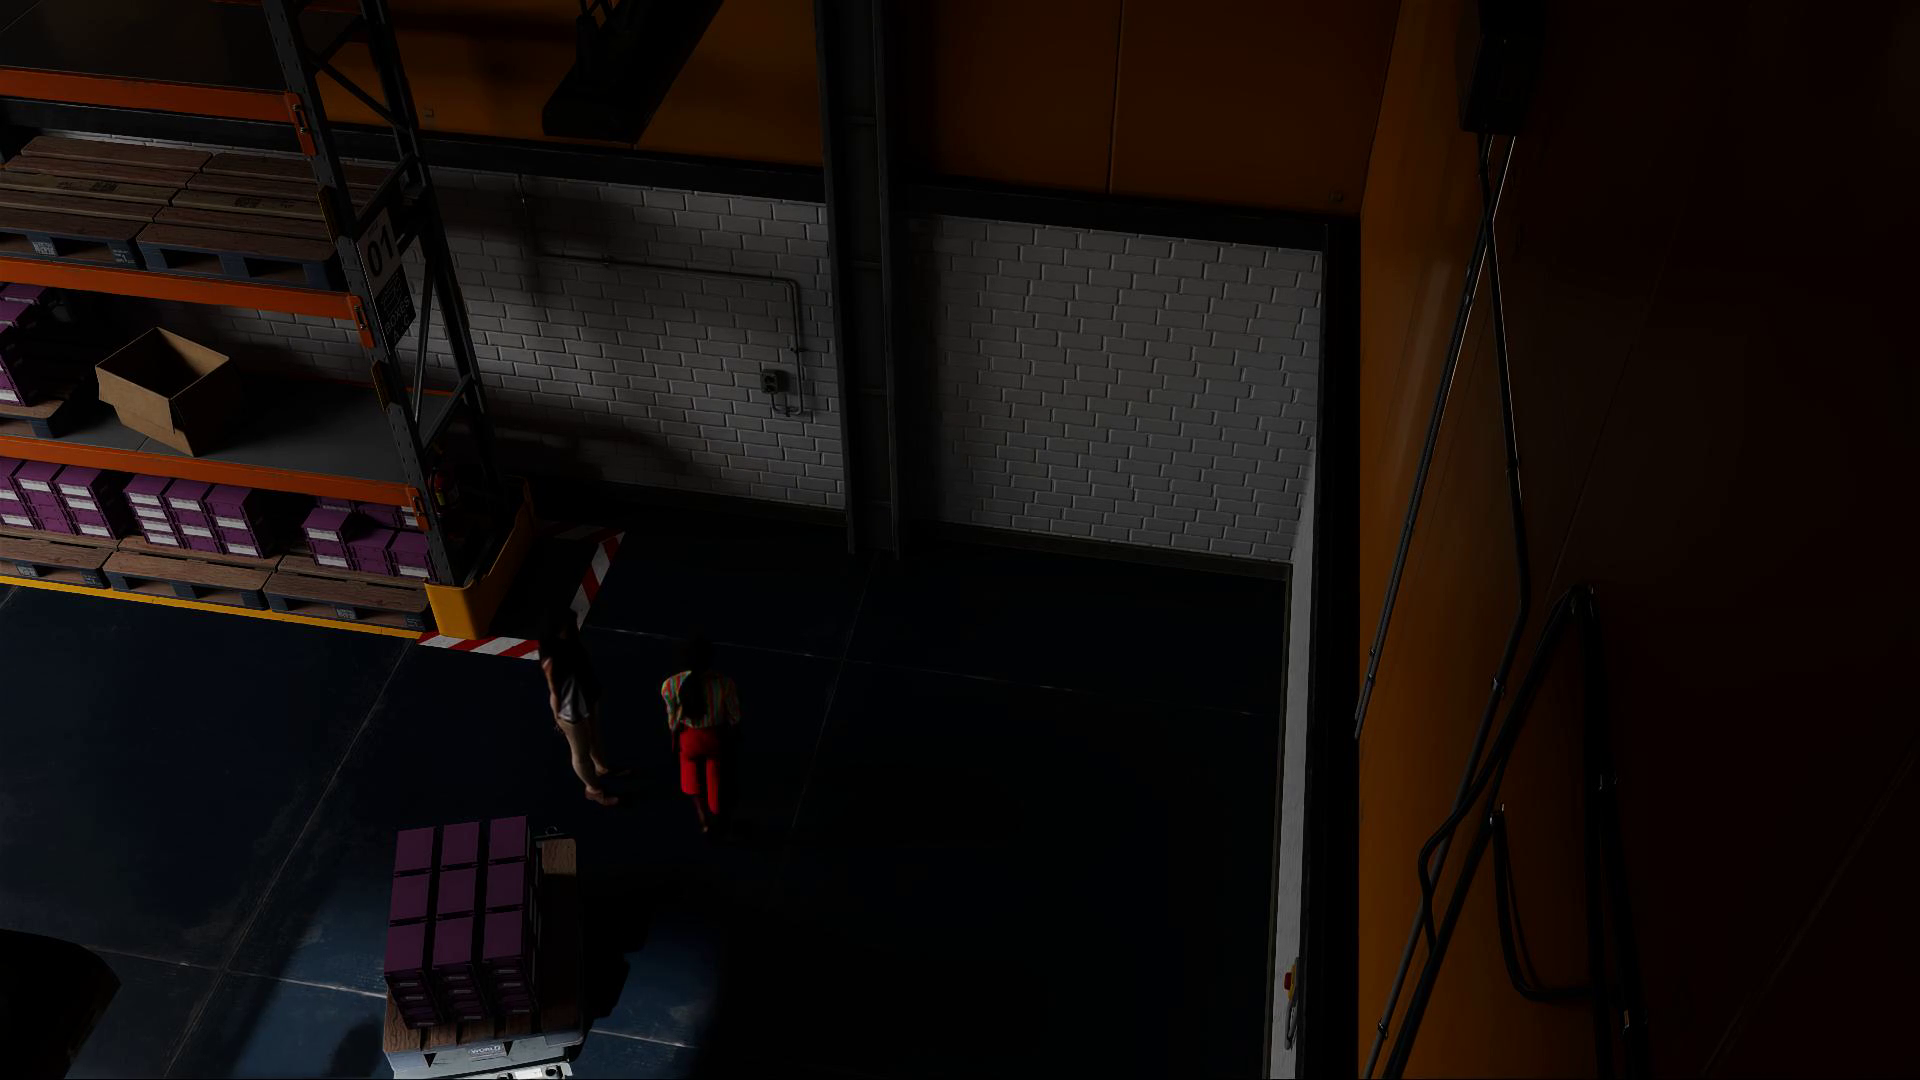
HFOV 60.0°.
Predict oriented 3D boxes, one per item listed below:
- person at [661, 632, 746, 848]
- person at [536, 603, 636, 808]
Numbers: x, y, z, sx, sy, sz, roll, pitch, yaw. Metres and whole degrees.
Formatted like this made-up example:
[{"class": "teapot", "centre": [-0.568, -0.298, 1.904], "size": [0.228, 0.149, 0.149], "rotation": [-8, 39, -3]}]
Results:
[{"class": "person", "centre": [-1.482, 1.250, 9.674], "size": [0.668, 1.787, 0.711], "rotation": [0, 44, 0]}, {"class": "person", "centre": [-2.339, 0.976, 10.059], "size": [0.582, 1.652, 0.531], "rotation": [6, 44, 6]}]
